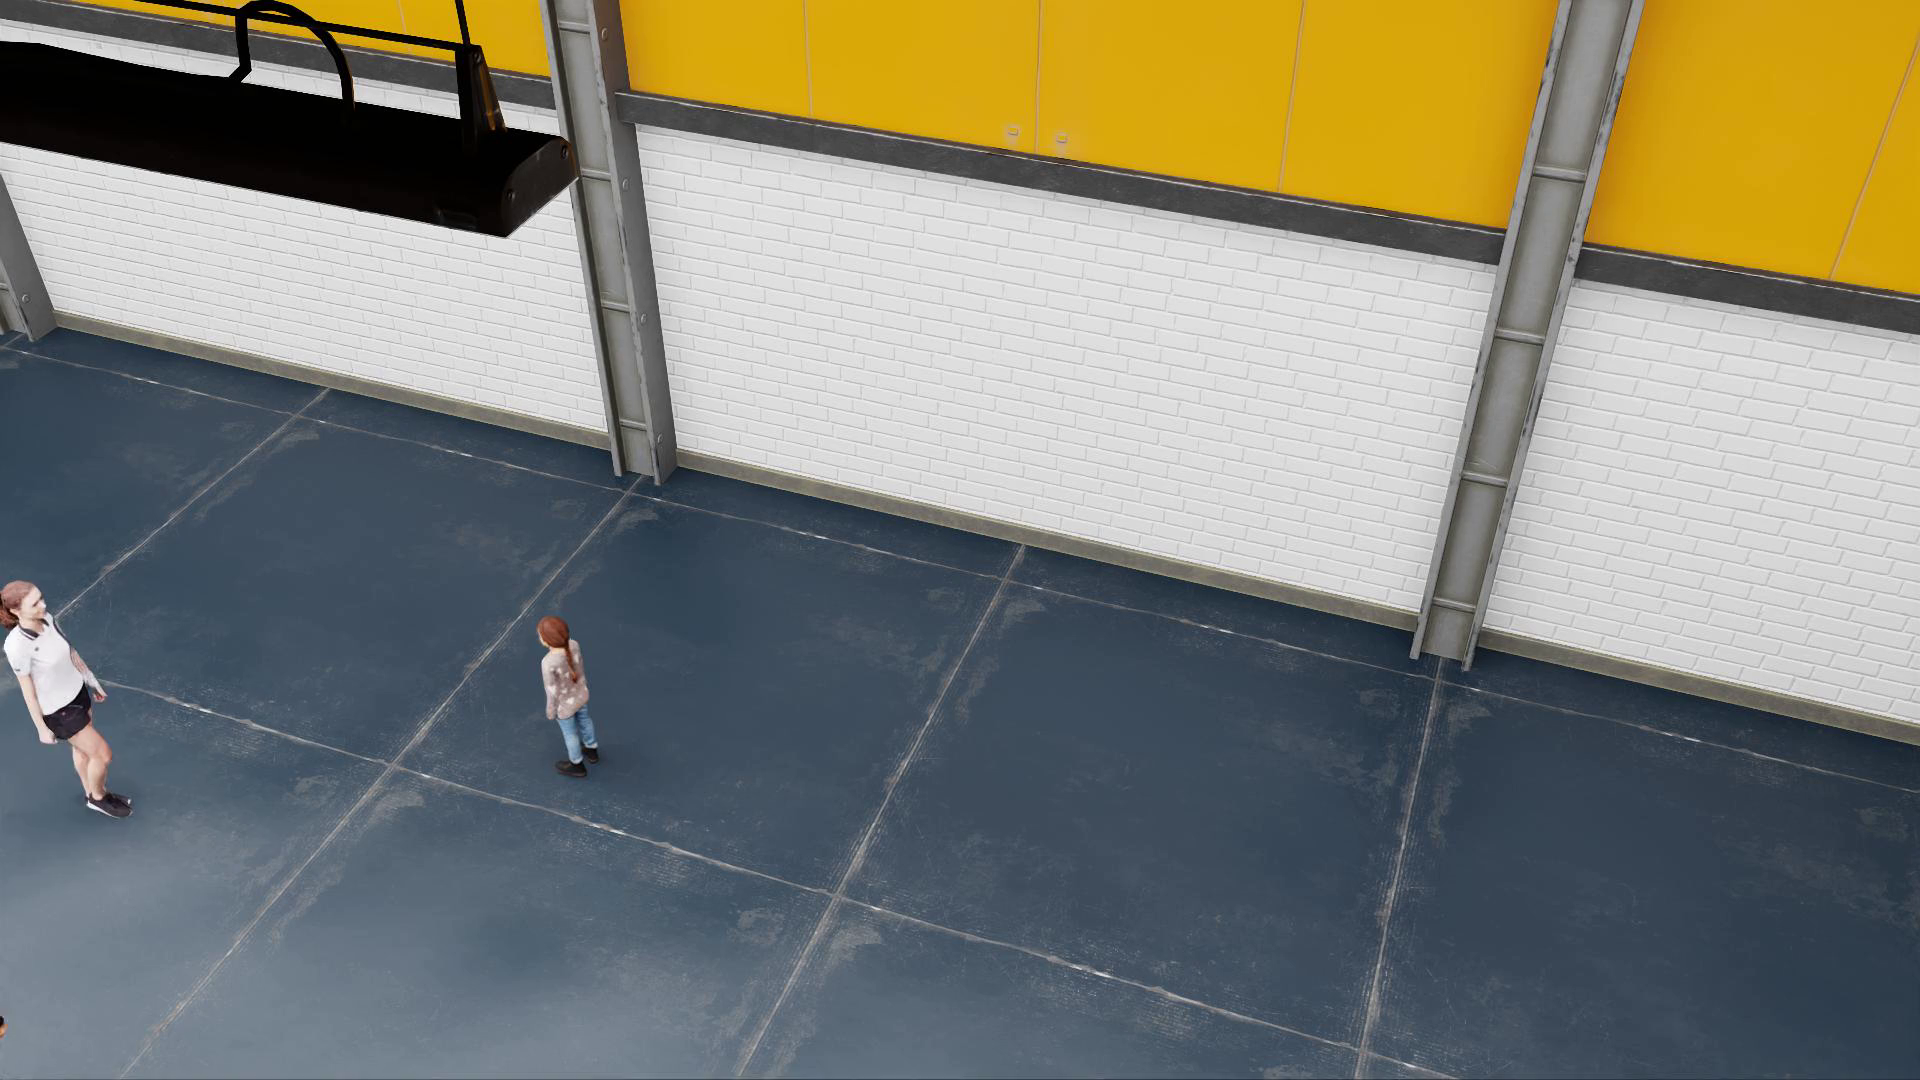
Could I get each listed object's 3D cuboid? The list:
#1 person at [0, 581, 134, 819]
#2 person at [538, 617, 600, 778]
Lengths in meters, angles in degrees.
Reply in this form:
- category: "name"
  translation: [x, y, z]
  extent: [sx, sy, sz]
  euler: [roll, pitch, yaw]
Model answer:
- category: "person"
  translation: [-5.201, 0.937, 9.503]
  extent: [0.713, 1.741, 0.688]
  euler: [0, 39, 0]
- category: "person"
  translation: [-2.345, 0.931, 9.949]
  extent: [0.495, 1.194, 0.515]
  euler: [19, 42, 22]
